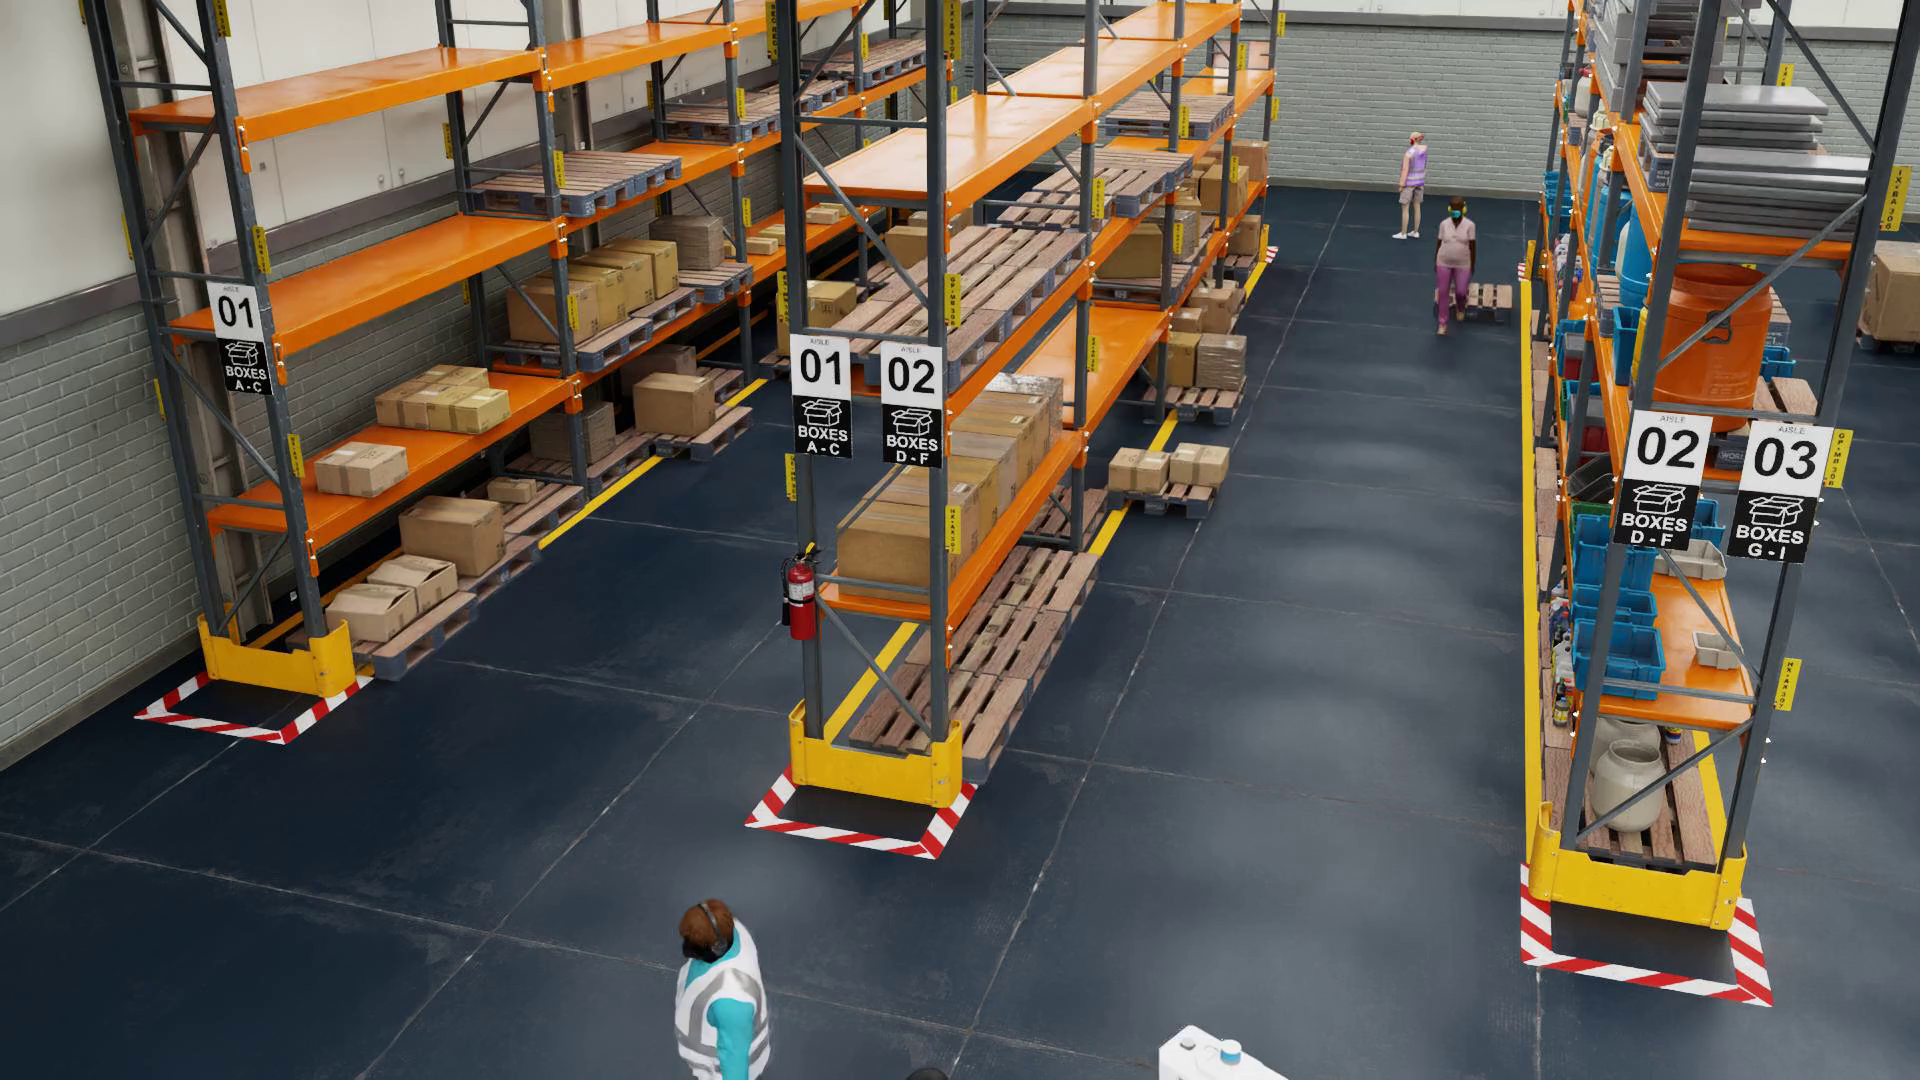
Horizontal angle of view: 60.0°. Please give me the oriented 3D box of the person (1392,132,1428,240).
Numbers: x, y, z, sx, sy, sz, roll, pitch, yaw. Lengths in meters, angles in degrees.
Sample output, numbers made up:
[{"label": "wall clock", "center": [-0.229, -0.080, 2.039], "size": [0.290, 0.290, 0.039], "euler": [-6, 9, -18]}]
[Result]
[{"label": "person", "center": [7.181, -5.621, 26.417], "size": [0.489, 1.687, 0.347], "euler": [-12, 26, -26]}]

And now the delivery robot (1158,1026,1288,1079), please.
[{"label": "delivery robot", "center": [1.357, 2.784, 8.345], "size": [0.765, 0.585, 0.499], "euler": [21, 31, 40]}]

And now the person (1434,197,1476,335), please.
[{"label": "person", "center": [6.410, -3.569, 21.533], "size": [0.534, 1.779, 0.543], "euler": [9, 25, 20]}]

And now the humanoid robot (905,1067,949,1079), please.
[{"label": "humanoid robot", "center": [-0.144, 2.833, 6.816], "size": [0.318, 1.654, 0.603], "euler": [-17, 29, -35]}]

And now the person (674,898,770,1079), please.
[{"label": "person", "center": [-1.015, 2.378, 7.709], "size": [0.731, 1.813, 0.653], "euler": [-3, 24, -8]}]
